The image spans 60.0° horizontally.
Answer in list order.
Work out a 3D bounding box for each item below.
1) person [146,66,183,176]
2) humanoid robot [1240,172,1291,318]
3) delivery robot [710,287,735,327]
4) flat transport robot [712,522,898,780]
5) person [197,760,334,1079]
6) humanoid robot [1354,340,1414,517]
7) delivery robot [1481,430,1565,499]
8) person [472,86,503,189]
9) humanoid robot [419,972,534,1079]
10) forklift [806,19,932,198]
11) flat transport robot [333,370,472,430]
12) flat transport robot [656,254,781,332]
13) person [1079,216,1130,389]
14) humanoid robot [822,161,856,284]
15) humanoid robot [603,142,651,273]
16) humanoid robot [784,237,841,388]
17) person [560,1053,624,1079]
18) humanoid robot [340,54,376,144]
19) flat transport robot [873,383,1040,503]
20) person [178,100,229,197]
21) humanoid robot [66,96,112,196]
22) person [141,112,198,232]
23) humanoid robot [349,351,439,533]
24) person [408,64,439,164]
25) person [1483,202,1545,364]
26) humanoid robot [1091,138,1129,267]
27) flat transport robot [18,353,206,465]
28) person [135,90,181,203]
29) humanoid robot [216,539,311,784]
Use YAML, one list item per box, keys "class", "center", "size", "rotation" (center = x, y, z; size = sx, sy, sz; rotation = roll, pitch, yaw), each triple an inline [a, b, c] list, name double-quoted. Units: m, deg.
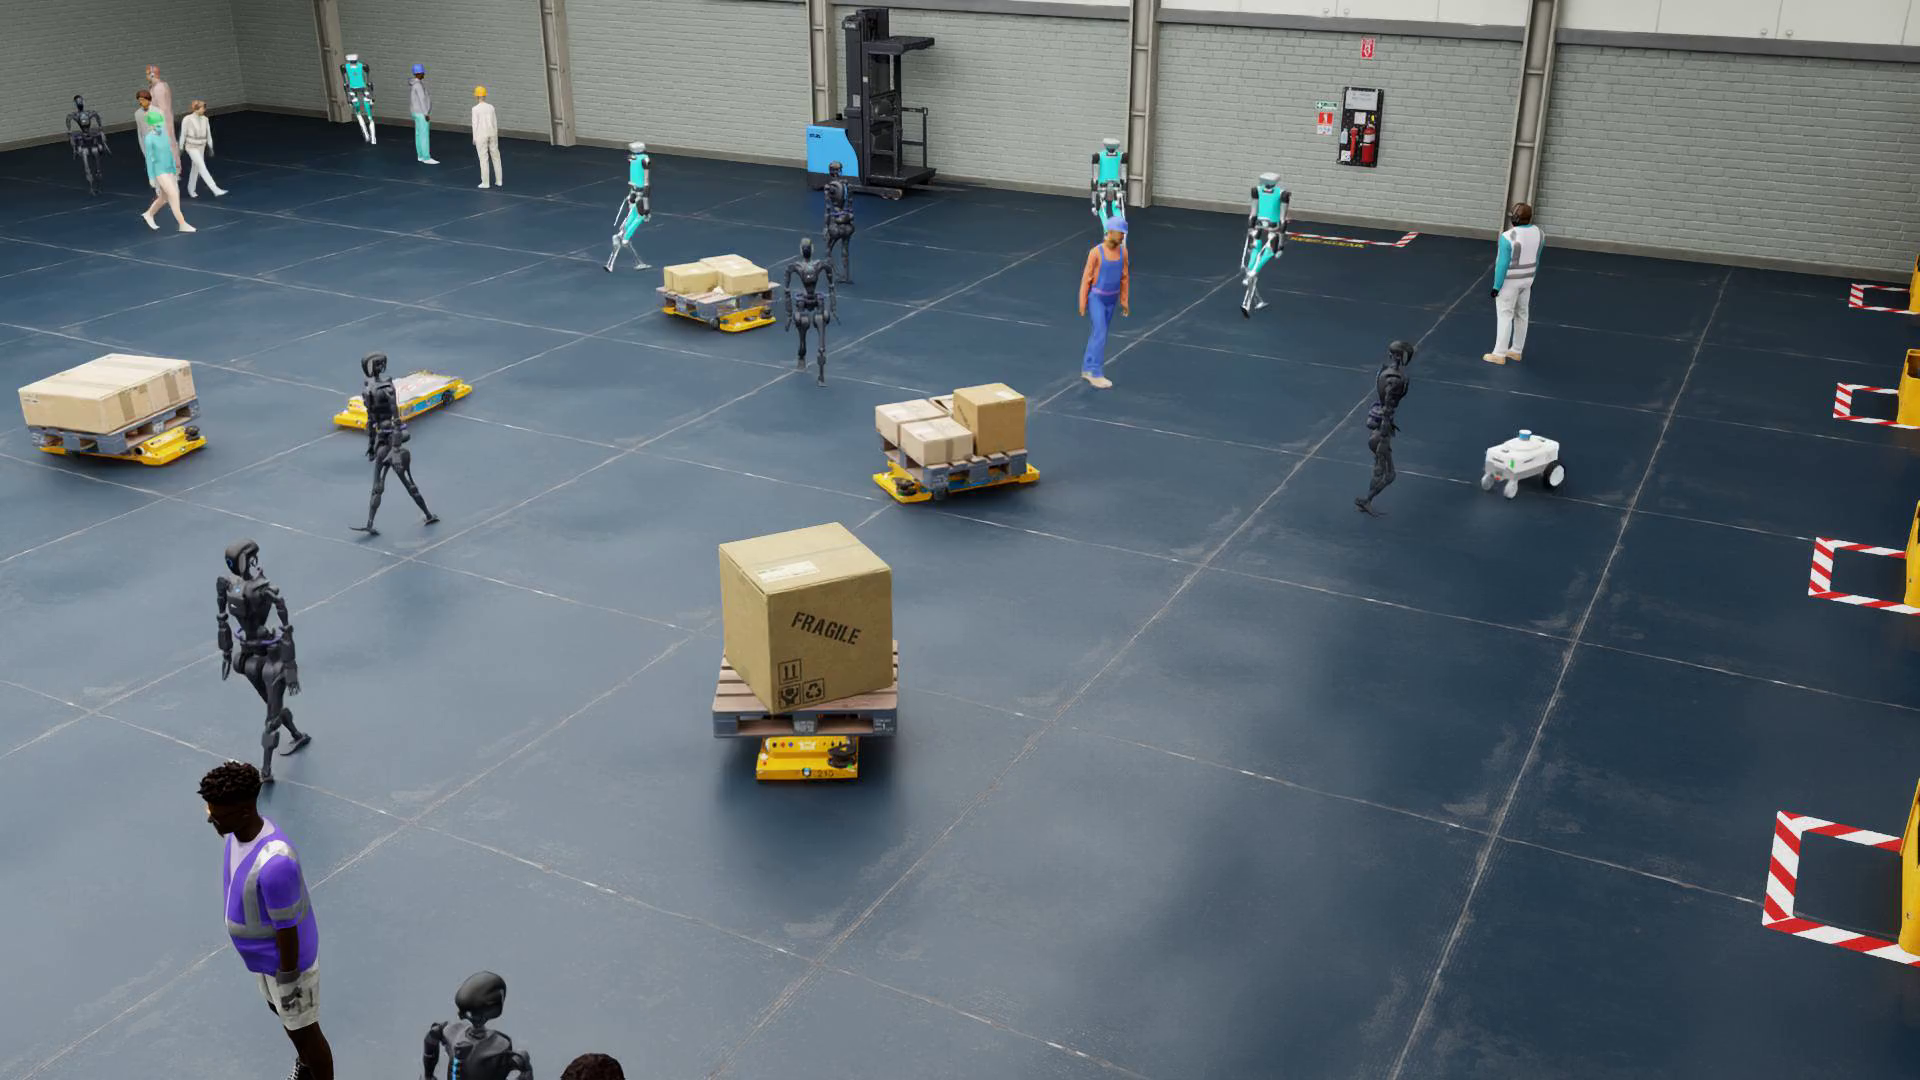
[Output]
- class: "person"
  center: [-13.996, -7.343, 29.187]
  size: [0.406, 1.905, 0.650]
  rotation: [-7, 24, -15]
- class: "humanoid robot"
  center: [3.687, -3.670, 20.858]
  size: [0.535, 1.769, 0.942]
  rotation: [17, 28, 34]
- class: "delivery robot"
  center: [-2.942, -2.997, 20.768]
  size: [0.499, 0.586, 0.773]
  rotation: [-1, 23, -1]
- class: "flat transport robot"
  center: [-1.028, 1.195, 11.380]
  size: [0.659, 0.231, 1.431]
  rotation: [-1, 23, -2]
- class: "person"
  center: [-3.159, 1.876, 7.665]
  size: [0.371, 1.958, 0.596]
  rotation: [-19, 30, -37]
- class: "humanoid robot"
  center: [3.746, -0.987, 14.689]
  size: [0.369, 1.642, 0.609]
  rotation: [8, 24, 17]
- class: "delivery robot"
  center: [5.258, -0.728, 15.519]
  size: [0.796, 0.613, 0.499]
  rotation: [-15, 28, -31]
- class: "person"
  center: [-8.061, -6.844, 28.285]
  size: [0.316, 1.697, 0.465]
  rotation: [21, 31, 40]
- class: "humanoid robot"
  center: [-1.942, 2.452, 6.680]
  size: [0.603, 1.636, 0.520]
  rotation: [9, 25, 19]
- class: "forklift"
  center: [-1.573, -7.292, 27.850]
  size: [1.873, 2.768, 1.129]
  rotation: [12, 26, 25]
- class: "flat transport robot"
  center: [-5.889, -1.483, 17.616]
  size: [0.659, 0.231, 1.431]
  rotation: [9, 25, 20]
- class: "flat transport robot"
  center: [-3.025, -2.878, 20.863]
  size: [1.431, 0.231, 0.659]
  rotation: [20, 30, 39]
- class: "person"
  center: [1.592, -2.604, 18.197]
  size: [0.550, 1.867, 0.705]
  rotation: [-15, 28, -32]
- class: "humanoid robot"
  center: [-1.615, -4.245, 22.260]
  size: [0.335, 1.643, 0.608]
  rotation: [15, 28, 31]
- class: "humanoid robot"
  center: [-4.642, -4.510, 22.895]
  size: [0.871, 1.841, 0.554]
  rotation: [-16, 28, -33]
- class: "humanoid robot"
  center: [-1.641, -2.559, 18.376]
  size: [0.612, 1.632, 0.688]
  rotation: [-5, 24, -12]
- class: "person"
  center: [-1.178, 2.617, 6.010]
  size: [0.407, 1.905, 0.601]
  rotation: [-7, 24, -15]
- class: "humanoid robot"
  center: [-11.574, -8.515, 32.171]
  size: [0.542, 1.793, 0.871]
  rotation: [-5, 24, -10]
- class: "flat transport robot"
  center: [-0.054, -0.655, 15.687]
  size: [1.431, 0.231, 0.659]
  rotation: [-11, 26, -24]
- class: "person"
  center: [-12.579, -6.446, 27.496]
  size: [0.841, 1.580, 0.565]
  rotation: [7, 24, 15]
- class: "humanoid robot"
  center: [-14.459, -6.552, 27.654]
  size: [0.609, 1.638, 0.627]
  rotation: [-18, 29, -35]
- class: "person"
  center: [-12.115, -5.564, 25.152]
  size: [0.829, 1.826, 0.532]
  rotation: [3, 23, 7]
- class: "humanoid robot"
  center: [-4.957, -0.822, 14.349]
  size: [0.771, 1.628, 0.601]
  rotation: [-20, 31, -39]
- class: "person"
  center: [-9.825, -7.775, 30.354]
  size: [0.361, 1.776, 0.528]
  rotation: [-14, 27, -29]
- class: "person"
  center: [6.309, -2.928, 18.987]
  size: [0.623, 1.844, 0.431]
  rotation: [-12, 26, -25]
- class: "humanoid robot"
  center: [2.151, -4.590, 23.058]
  size: [0.548, 1.830, 0.898]
  rotation: [-6, 24, -13]
- class: "flat transport robot"
  center: [-8.302, -0.989, 16.466]
  size: [1.431, 0.231, 0.659]
  rotation: [7, 24, 15]
- class: "person"
  center: [-13.131, -6.410, 27.128]
  size: [0.508, 1.823, 0.365]
  rotation: [1, 23, 2]
- class: "humanoid robot"
  center: [-4.502, 0.758, 10.654]
  size: [0.601, 1.625, 0.759]
  rotation: [8, 25, 18]
